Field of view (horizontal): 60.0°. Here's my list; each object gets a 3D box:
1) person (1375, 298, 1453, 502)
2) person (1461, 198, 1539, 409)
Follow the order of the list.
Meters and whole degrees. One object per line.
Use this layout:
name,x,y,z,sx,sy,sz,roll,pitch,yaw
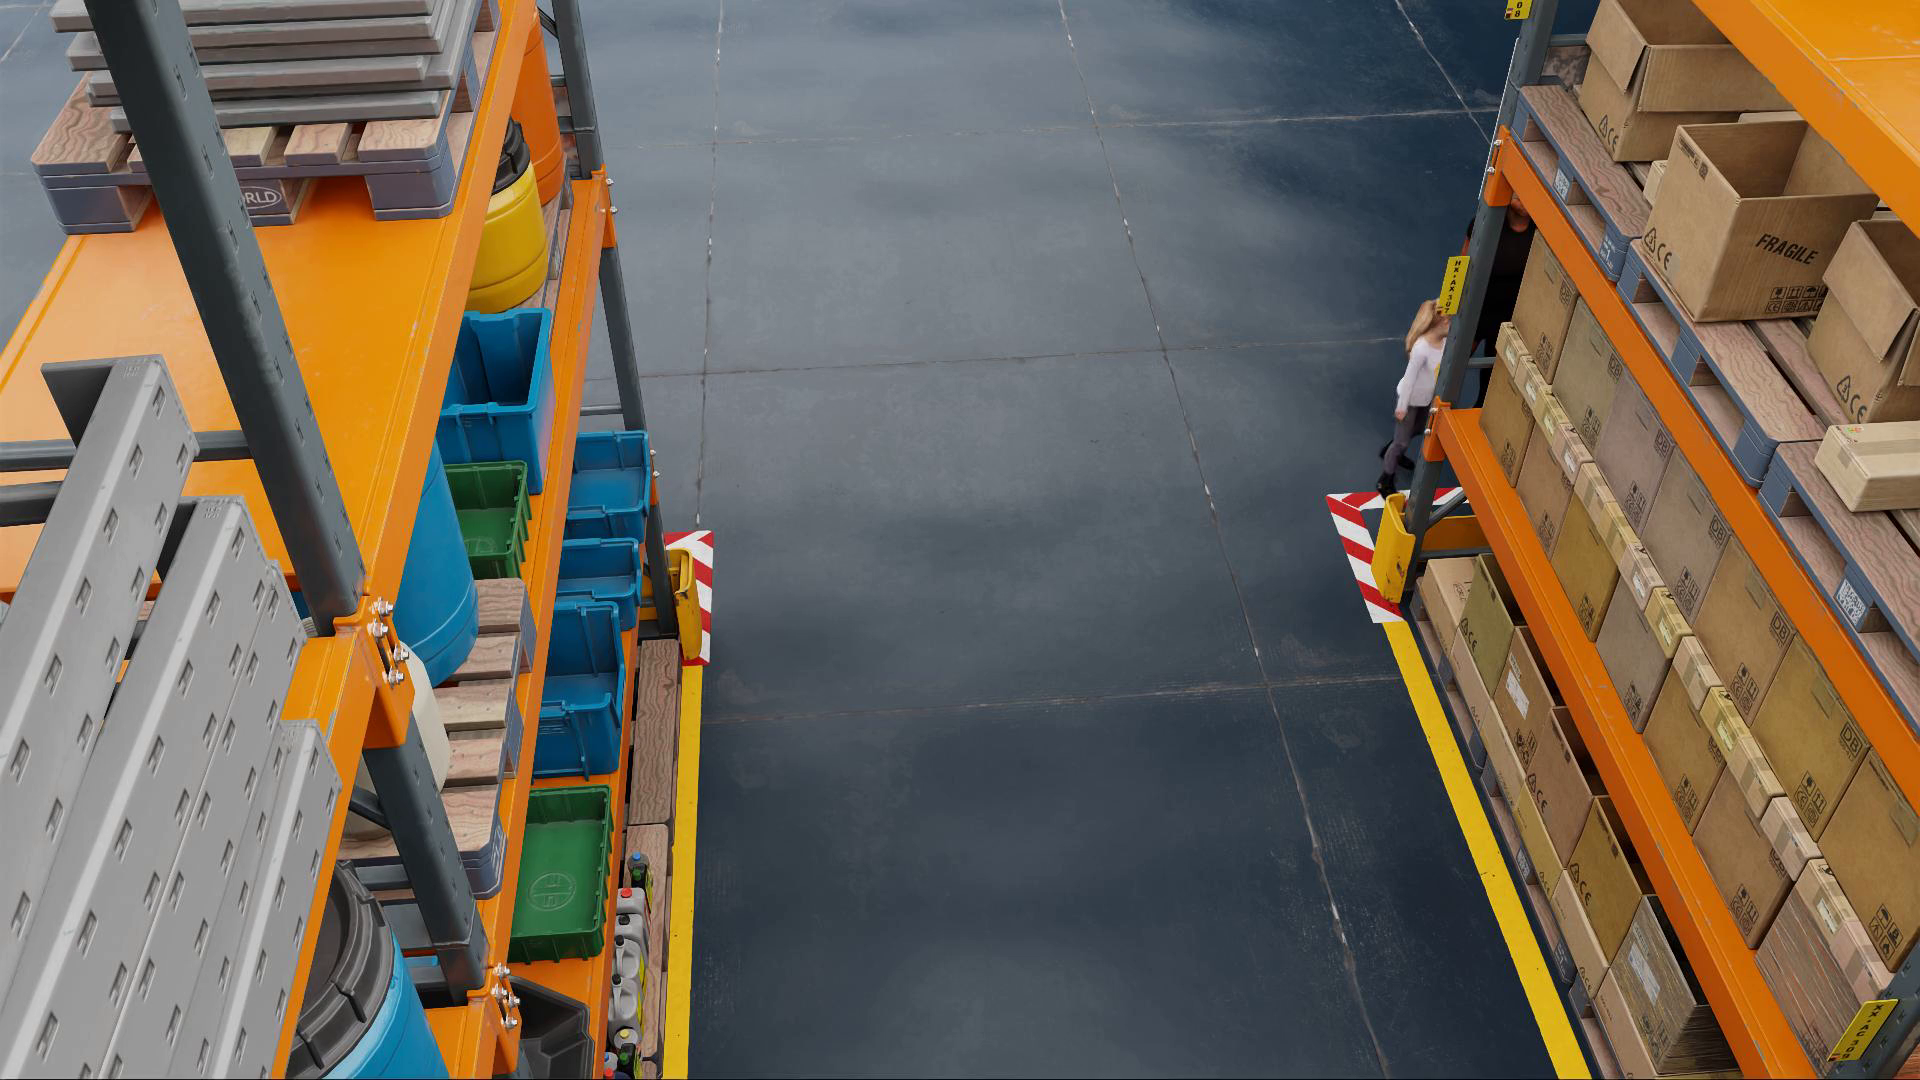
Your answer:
person,2.601,-0.834,9.504,0.675,1.262,0.729,-22,47,-22
person,3.078,-1.347,9.629,0.663,1.855,0.628,1,42,1
